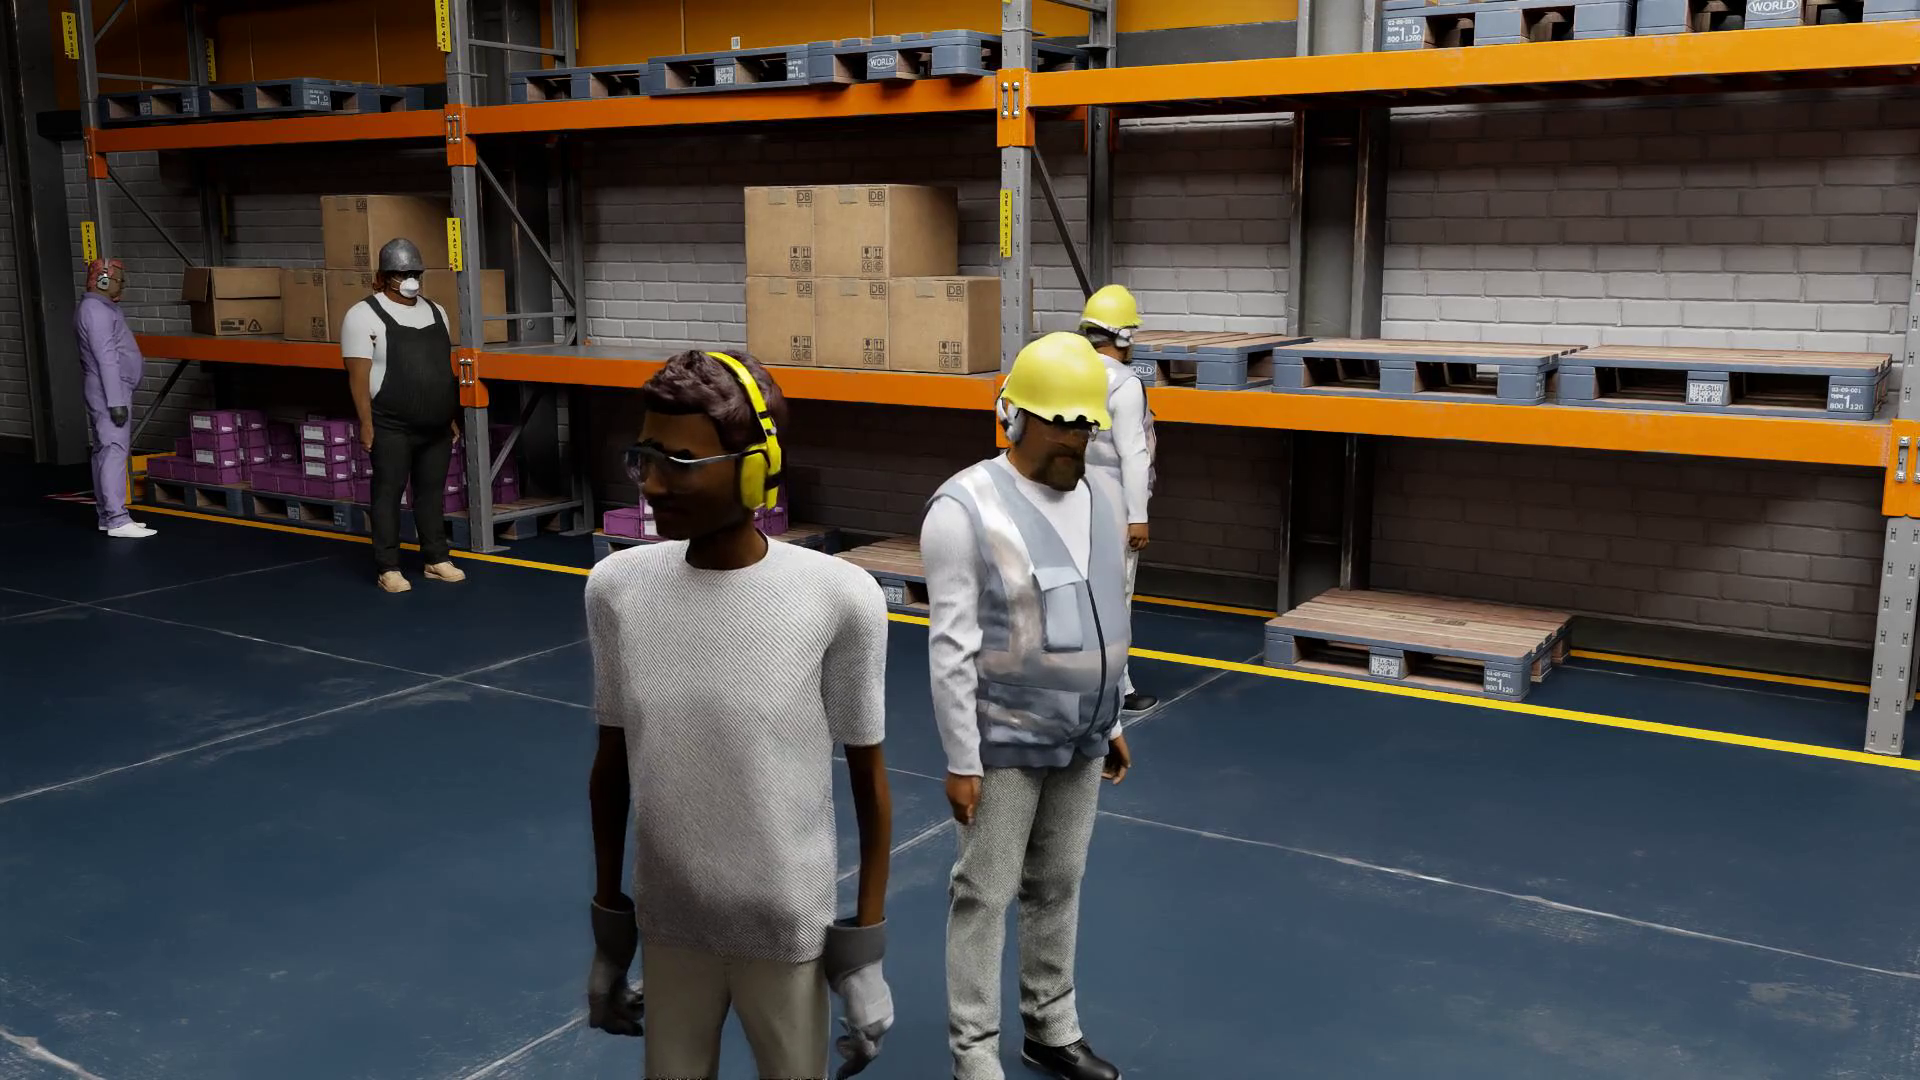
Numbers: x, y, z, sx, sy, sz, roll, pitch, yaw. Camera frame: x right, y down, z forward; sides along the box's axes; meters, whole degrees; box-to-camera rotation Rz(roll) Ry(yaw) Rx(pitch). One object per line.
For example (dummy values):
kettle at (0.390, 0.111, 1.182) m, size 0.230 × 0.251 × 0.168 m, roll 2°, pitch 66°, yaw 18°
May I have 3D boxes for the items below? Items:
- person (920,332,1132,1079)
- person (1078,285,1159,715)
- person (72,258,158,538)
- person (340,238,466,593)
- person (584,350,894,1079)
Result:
person at (0.183, 0.438, 3.811) m, size 0.588 × 1.821 × 0.404 m, roll -9°, pitch 14°, yaw -42°
person at (0.638, -0.167, 7.135) m, size 0.404 × 1.830 × 0.602 m, roll -5°, pitch 12°, yaw -27°
person at (-5.787, -0.967, 11.377) m, size 0.407 × 1.903 × 0.639 m, roll -7°, pitch 12°, yaw -34°
person at (-3.179, -0.729, 9.669) m, size 0.539 × 2.000 × 0.689 m, roll 7°, pitch 13°, yaw 35°
person at (-0.352, 0.635, 2.604) m, size 0.513 × 1.865 × 0.329 m, roll 2°, pitch 11°, yaw 13°
